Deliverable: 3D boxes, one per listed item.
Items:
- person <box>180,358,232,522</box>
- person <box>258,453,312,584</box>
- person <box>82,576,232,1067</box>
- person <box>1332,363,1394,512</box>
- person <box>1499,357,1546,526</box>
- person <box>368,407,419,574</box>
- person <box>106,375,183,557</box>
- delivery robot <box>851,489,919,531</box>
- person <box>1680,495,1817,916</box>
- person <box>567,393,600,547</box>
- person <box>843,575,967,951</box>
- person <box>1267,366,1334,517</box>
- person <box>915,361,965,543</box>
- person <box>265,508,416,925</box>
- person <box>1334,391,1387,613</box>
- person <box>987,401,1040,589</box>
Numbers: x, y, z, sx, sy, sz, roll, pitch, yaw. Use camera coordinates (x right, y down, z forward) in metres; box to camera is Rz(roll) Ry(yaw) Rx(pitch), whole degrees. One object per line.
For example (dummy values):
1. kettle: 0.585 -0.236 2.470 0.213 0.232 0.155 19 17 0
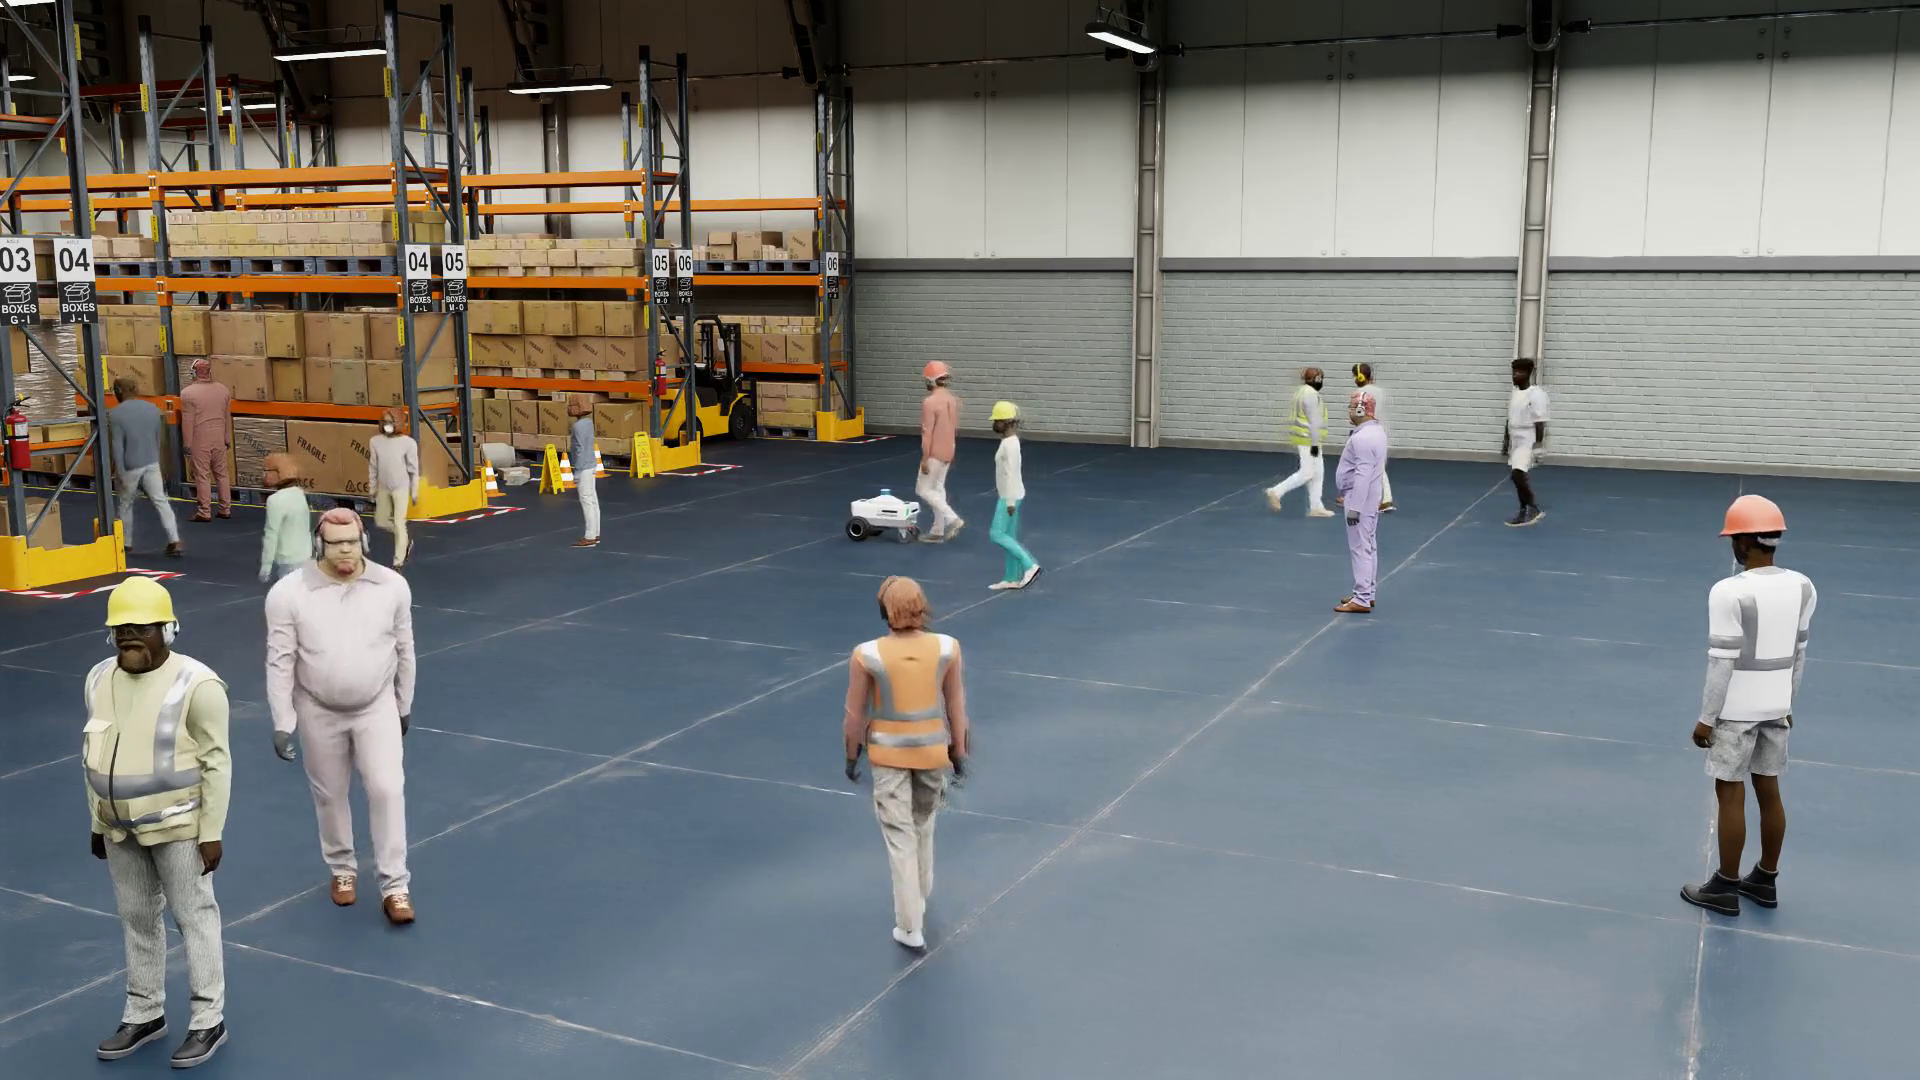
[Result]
1. person: -8.827 -1.165 19.449 0.410 1.913 0.651 5 10 27
2. person: -4.908 0.174 12.147 0.392 1.620 0.516 0 9 -3
3. person: -2.994 1.038 6.172 0.594 1.837 0.404 2 10 14
4. person: 4.959 -1.242 20.272 0.541 1.812 0.974 -6 11 -31
5. person: 6.404 -1.102 18.944 0.435 1.951 0.619 -1 9 -8
6. person: -5.471 -0.486 16.143 0.518 1.617 0.545 2 9 12
7. person: -8.394 -0.750 17.028 1.041 1.891 0.640 6 11 32
8. delivery robot: -0.810 -0.309 18.065 0.707 0.478 0.477 3 10 21
9. person: 3.594 0.755 7.616 0.543 1.933 0.363 -3 10 -20
10. person: -4.009 -0.741 17.702 0.280 1.632 0.501 1 9 3
11. person: -0.264 0.951 7.340 0.530 1.613 0.672 -3 10 -19
12. person: 4.080 -1.163 19.776 0.726 1.803 0.630 2 9 11
13. person: -0.209 -0.921 17.748 0.519 1.974 0.636 5 11 29
14. person: -2.762 0.804 7.502 0.651 1.875 0.871 -4 10 -24
15. person: 3.435 -0.326 14.323 0.407 1.906 0.655 4 10 23
16. person: 0.454 -0.391 15.195 0.426 1.757 0.535 1 9 3
